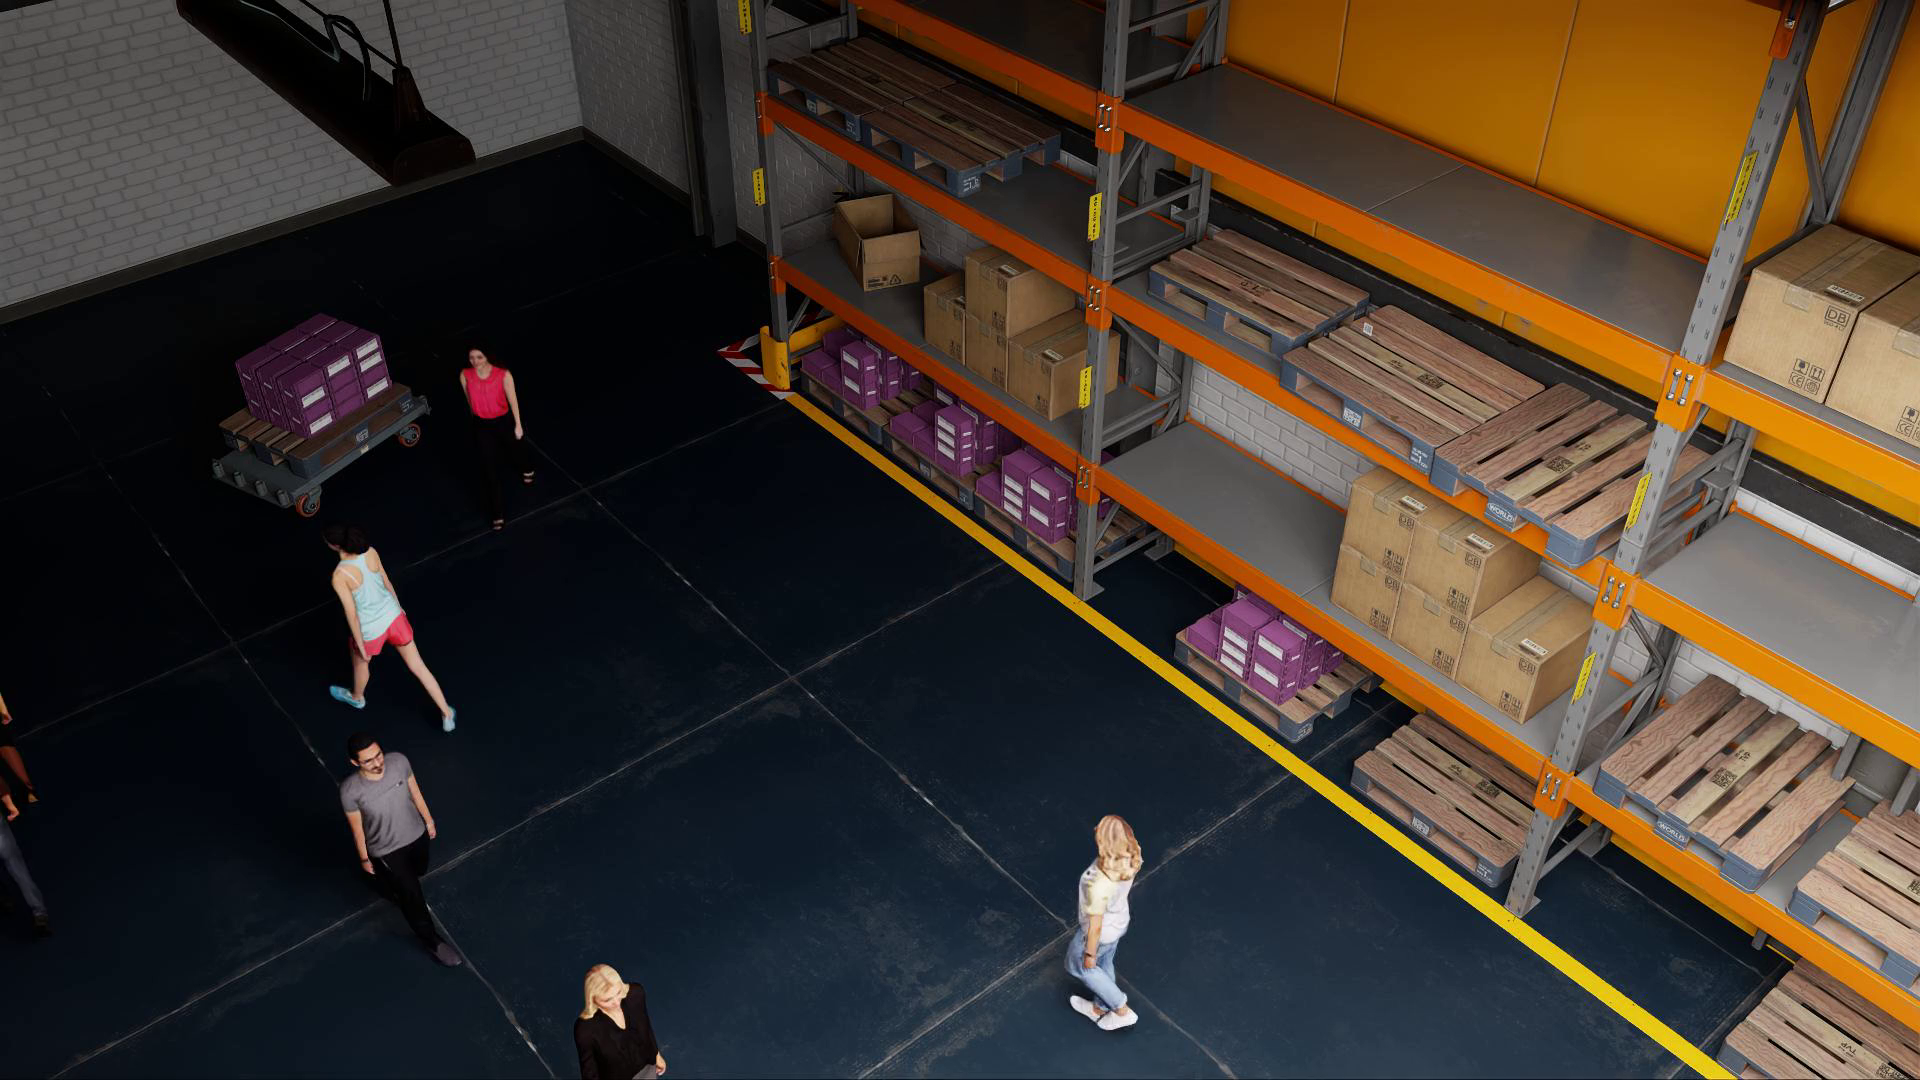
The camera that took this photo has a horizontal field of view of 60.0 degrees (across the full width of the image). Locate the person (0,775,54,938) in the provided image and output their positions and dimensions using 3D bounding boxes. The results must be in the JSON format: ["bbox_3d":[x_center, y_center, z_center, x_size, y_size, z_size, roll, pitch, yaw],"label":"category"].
[{"bbox_3d":[-5.843,1.729,9.898,0.662,1.762,0.983,-30,47,-32],"label":"person"}]

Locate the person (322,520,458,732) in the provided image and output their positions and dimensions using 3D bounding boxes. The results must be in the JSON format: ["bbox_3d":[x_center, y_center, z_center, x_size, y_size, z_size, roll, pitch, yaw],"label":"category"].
[{"bbox_3d":[-3.895,0.630,11.318,1.313,1.705,0.974,23,44,26],"label":"person"}]

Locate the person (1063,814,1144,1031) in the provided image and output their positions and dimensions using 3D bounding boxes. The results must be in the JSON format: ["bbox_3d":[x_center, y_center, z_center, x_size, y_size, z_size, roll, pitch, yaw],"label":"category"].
[{"bbox_3d":[0.882,2.215,9.328,0.776,1.712,0.733,21,43,24],"label":"person"}]

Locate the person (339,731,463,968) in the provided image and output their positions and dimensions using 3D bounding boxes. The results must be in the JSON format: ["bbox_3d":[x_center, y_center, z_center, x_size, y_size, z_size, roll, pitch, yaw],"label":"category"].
[{"bbox_3d":[-3.395,1.744,9.900,1.145,1.734,0.799,25,45,28],"label":"person"}]

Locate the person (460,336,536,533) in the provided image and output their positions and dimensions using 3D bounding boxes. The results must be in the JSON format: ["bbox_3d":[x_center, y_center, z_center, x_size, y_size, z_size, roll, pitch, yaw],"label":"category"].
[{"bbox_3d":[-3.688,-0.937,13.344,0.998,1.627,1.127,-2,39,-2],"label":"person"}]

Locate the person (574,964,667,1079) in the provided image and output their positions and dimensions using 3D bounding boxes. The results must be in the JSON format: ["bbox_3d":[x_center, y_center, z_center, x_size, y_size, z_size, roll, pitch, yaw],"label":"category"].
[{"bbox_3d":[-1.721,2.779,8.517,0.616,1.843,0.657,25,45,28],"label":"person"}]

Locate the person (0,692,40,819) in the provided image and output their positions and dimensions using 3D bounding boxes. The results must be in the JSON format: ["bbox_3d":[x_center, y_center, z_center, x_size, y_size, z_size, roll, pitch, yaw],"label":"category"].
[{"bbox_3d":[-6.286,1.206,10.643,0.680,1.647,0.625,28,46,30],"label":"person"}]
